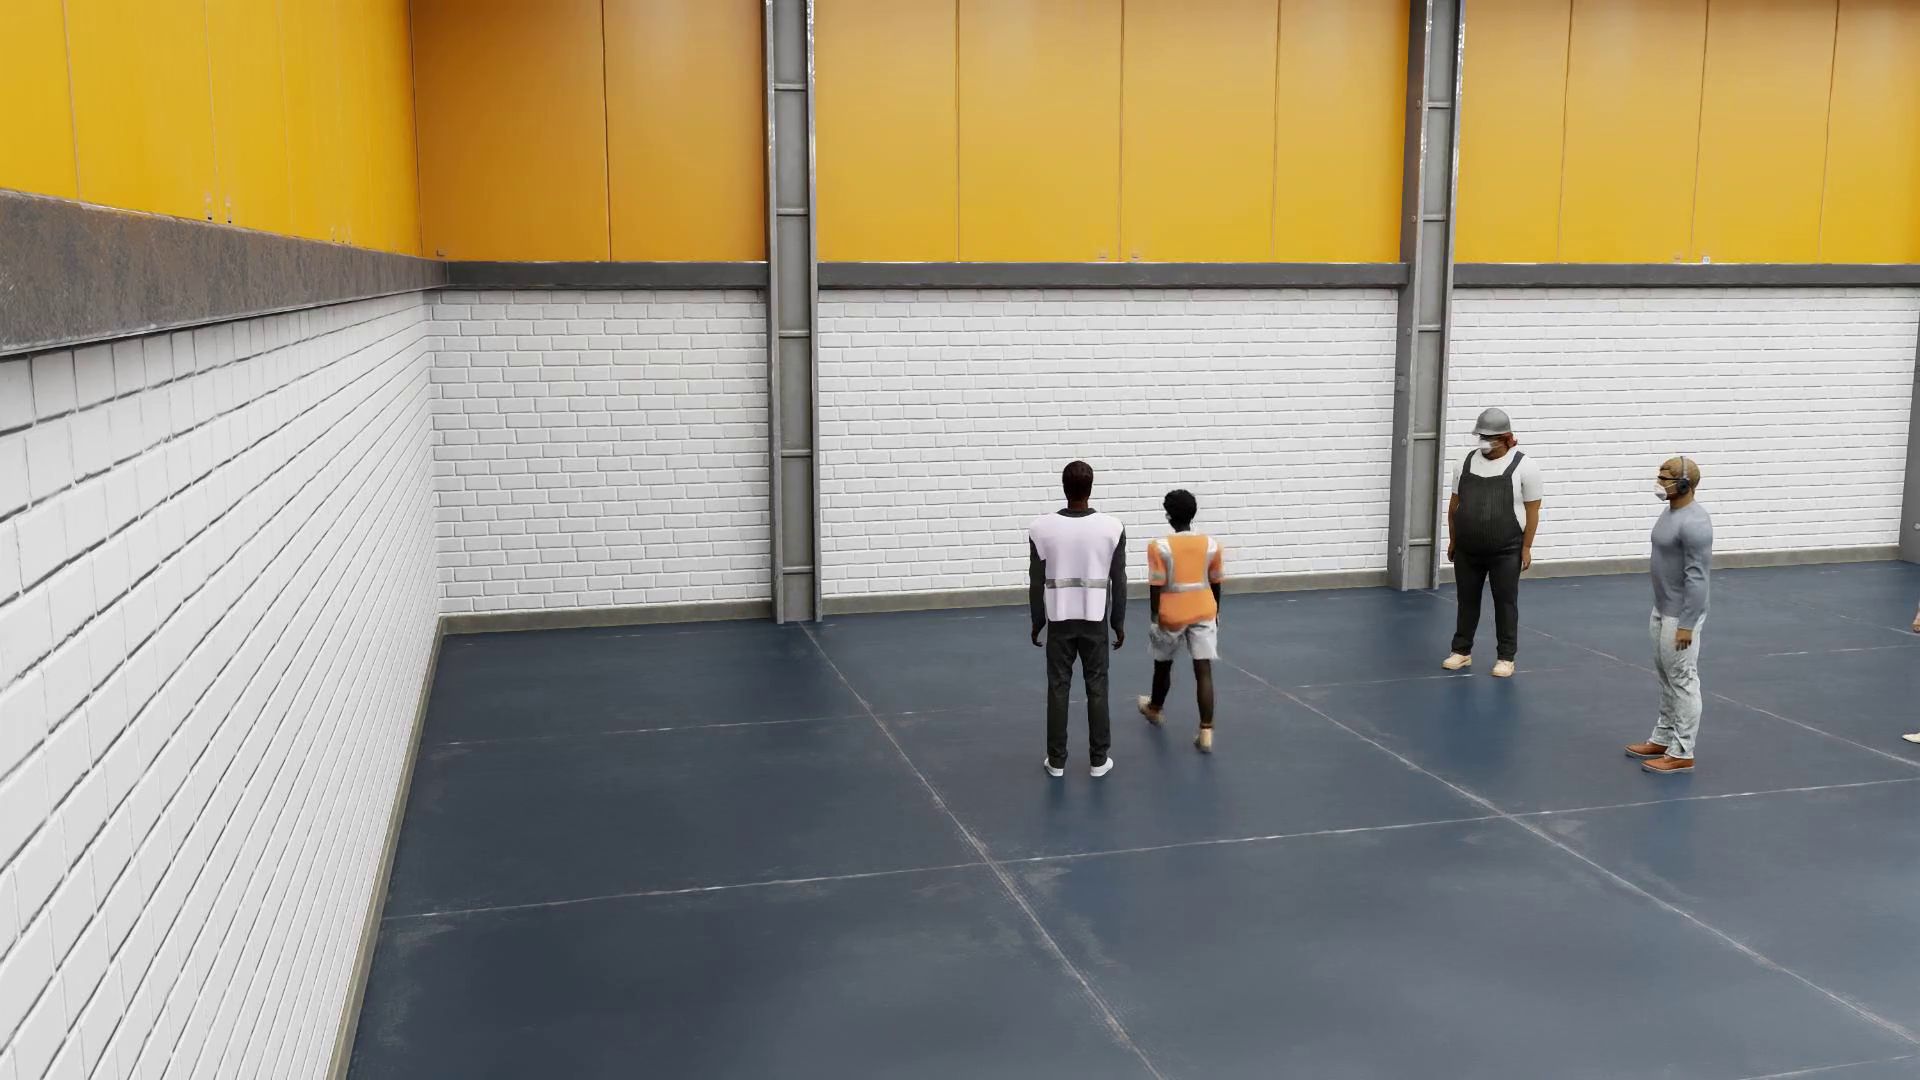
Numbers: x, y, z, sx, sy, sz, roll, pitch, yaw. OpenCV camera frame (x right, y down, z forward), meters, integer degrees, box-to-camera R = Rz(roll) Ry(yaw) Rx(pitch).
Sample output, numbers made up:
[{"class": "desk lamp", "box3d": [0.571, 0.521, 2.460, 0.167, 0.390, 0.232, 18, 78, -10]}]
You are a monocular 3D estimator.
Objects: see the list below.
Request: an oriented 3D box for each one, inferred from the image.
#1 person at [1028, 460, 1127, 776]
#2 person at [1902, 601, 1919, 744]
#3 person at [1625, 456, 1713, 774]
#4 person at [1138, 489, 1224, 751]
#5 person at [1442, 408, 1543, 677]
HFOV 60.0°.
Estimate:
[{"class": "person", "box3d": [0.706, 0.479, 10.004, 0.591, 1.922, 0.392, 1, 9, 4]}, {"class": "person", "box3d": [6.333, 0.451, 10.670, 0.526, 1.765, 0.329, -3, 10, -20]}, {"class": "person", "box3d": [4.349, 0.452, 10.117, 0.377, 1.940, 0.627, 1, 9, 8]}, {"class": "person", "box3d": [1.438, 0.486, 10.799, 0.553, 1.635, 0.908, -2, 9, -14]}, {"class": "person", "box3d": [3.982, 0.011, 12.554, 0.688, 2.000, 0.536, 7, 12, 39]}]
